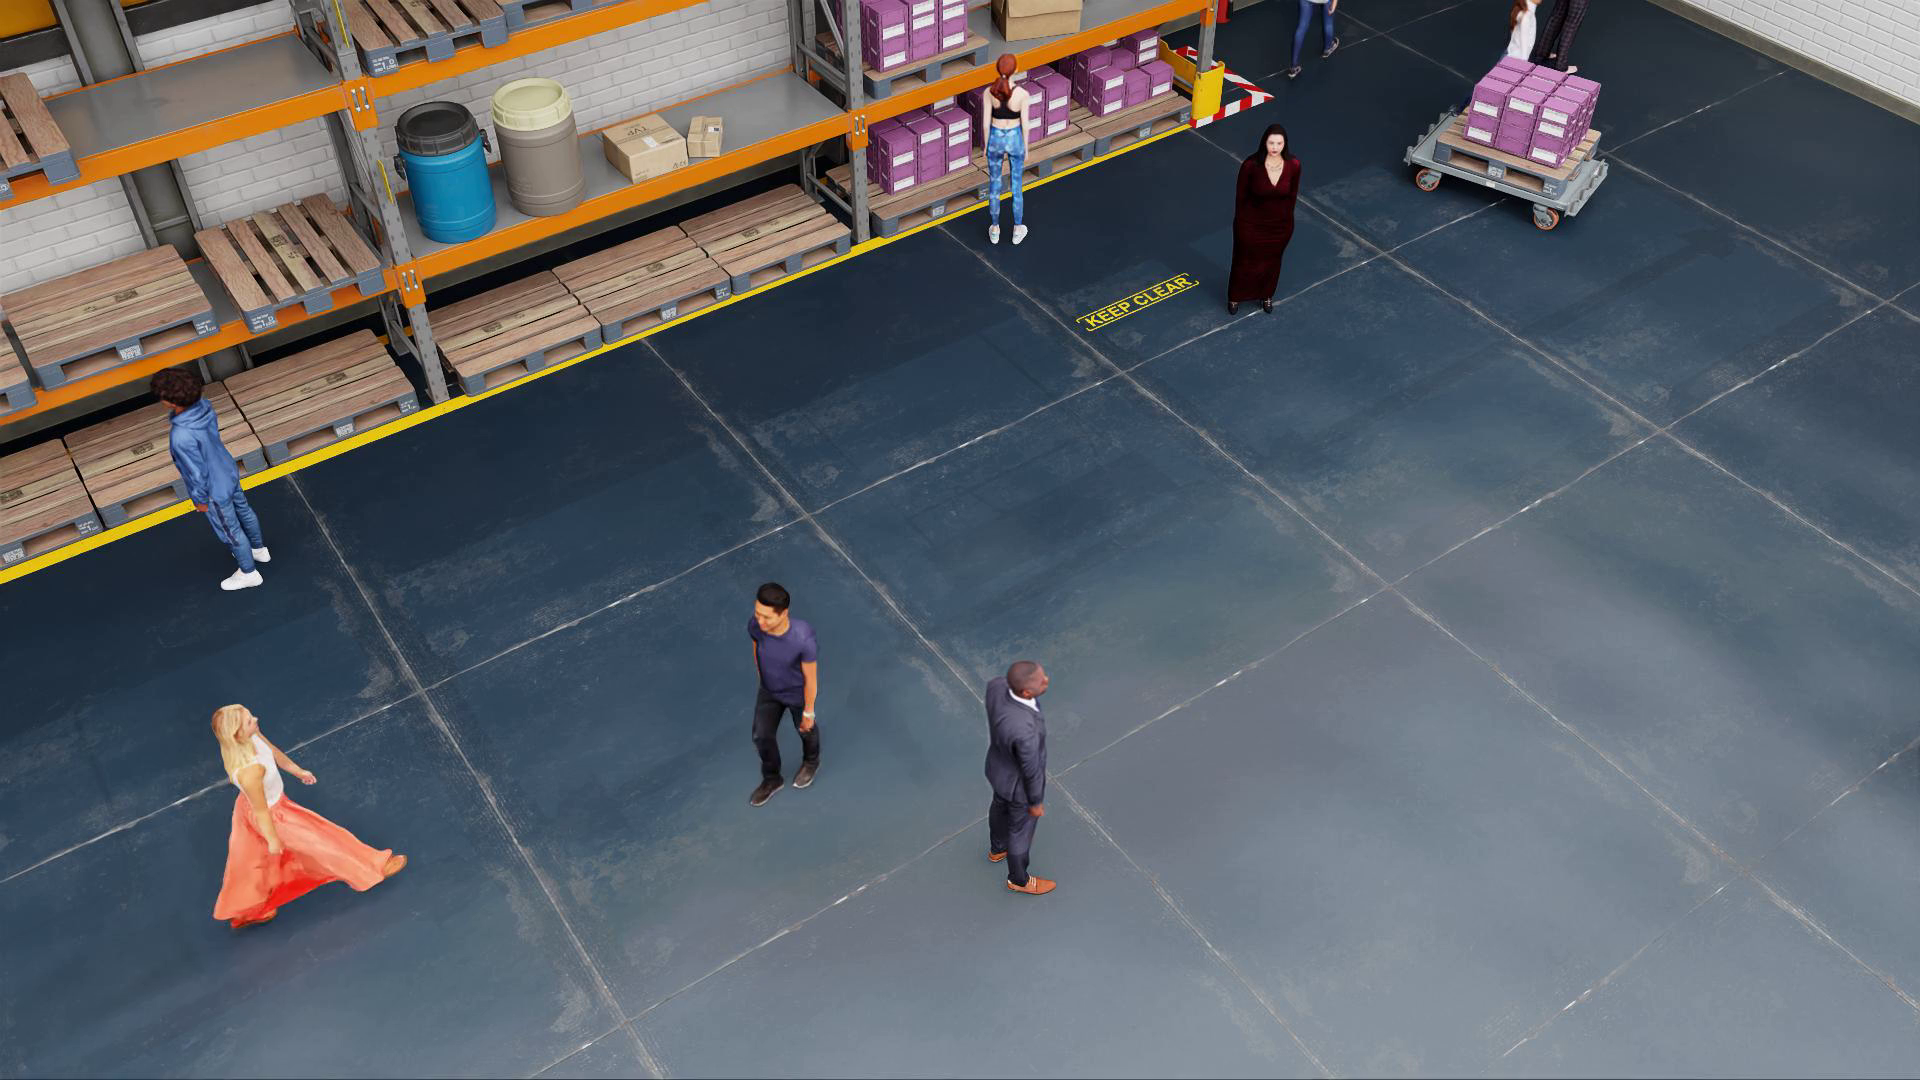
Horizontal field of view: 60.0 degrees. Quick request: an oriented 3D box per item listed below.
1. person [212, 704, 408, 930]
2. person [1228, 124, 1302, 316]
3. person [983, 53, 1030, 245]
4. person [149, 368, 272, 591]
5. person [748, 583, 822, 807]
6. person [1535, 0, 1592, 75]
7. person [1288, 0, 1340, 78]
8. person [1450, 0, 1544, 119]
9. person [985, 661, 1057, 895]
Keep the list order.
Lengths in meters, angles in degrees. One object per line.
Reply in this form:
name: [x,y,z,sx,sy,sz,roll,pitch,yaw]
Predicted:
person: [-3.921,1.566,9.236,1.328,1.738,0.722,-20,47,-20]
person: [2.484,-2.616,13.613,0.727,1.757,0.832,-3,44,-3]
person: [0.394,-3.377,14.392,0.674,1.784,0.738,5,44,5]
person: [-5.068,-0.430,11.279,0.772,1.811,0.762,-1,44,-1]
person: [-0.975,0.840,9.974,0.825,1.773,0.901,17,46,17]
person: [6.193,-5.610,16.675,0.625,1.868,0.703,-15,46,-15]
person: [3.548,-5.453,16.651,0.938,1.674,1.193,23,48,22]
person: [5.201,-4.590,15.854,0.982,1.525,1.069,15,46,15]
person: [0.327,1.321,9.432,0.684,1.824,0.756,-14,45,-14]
